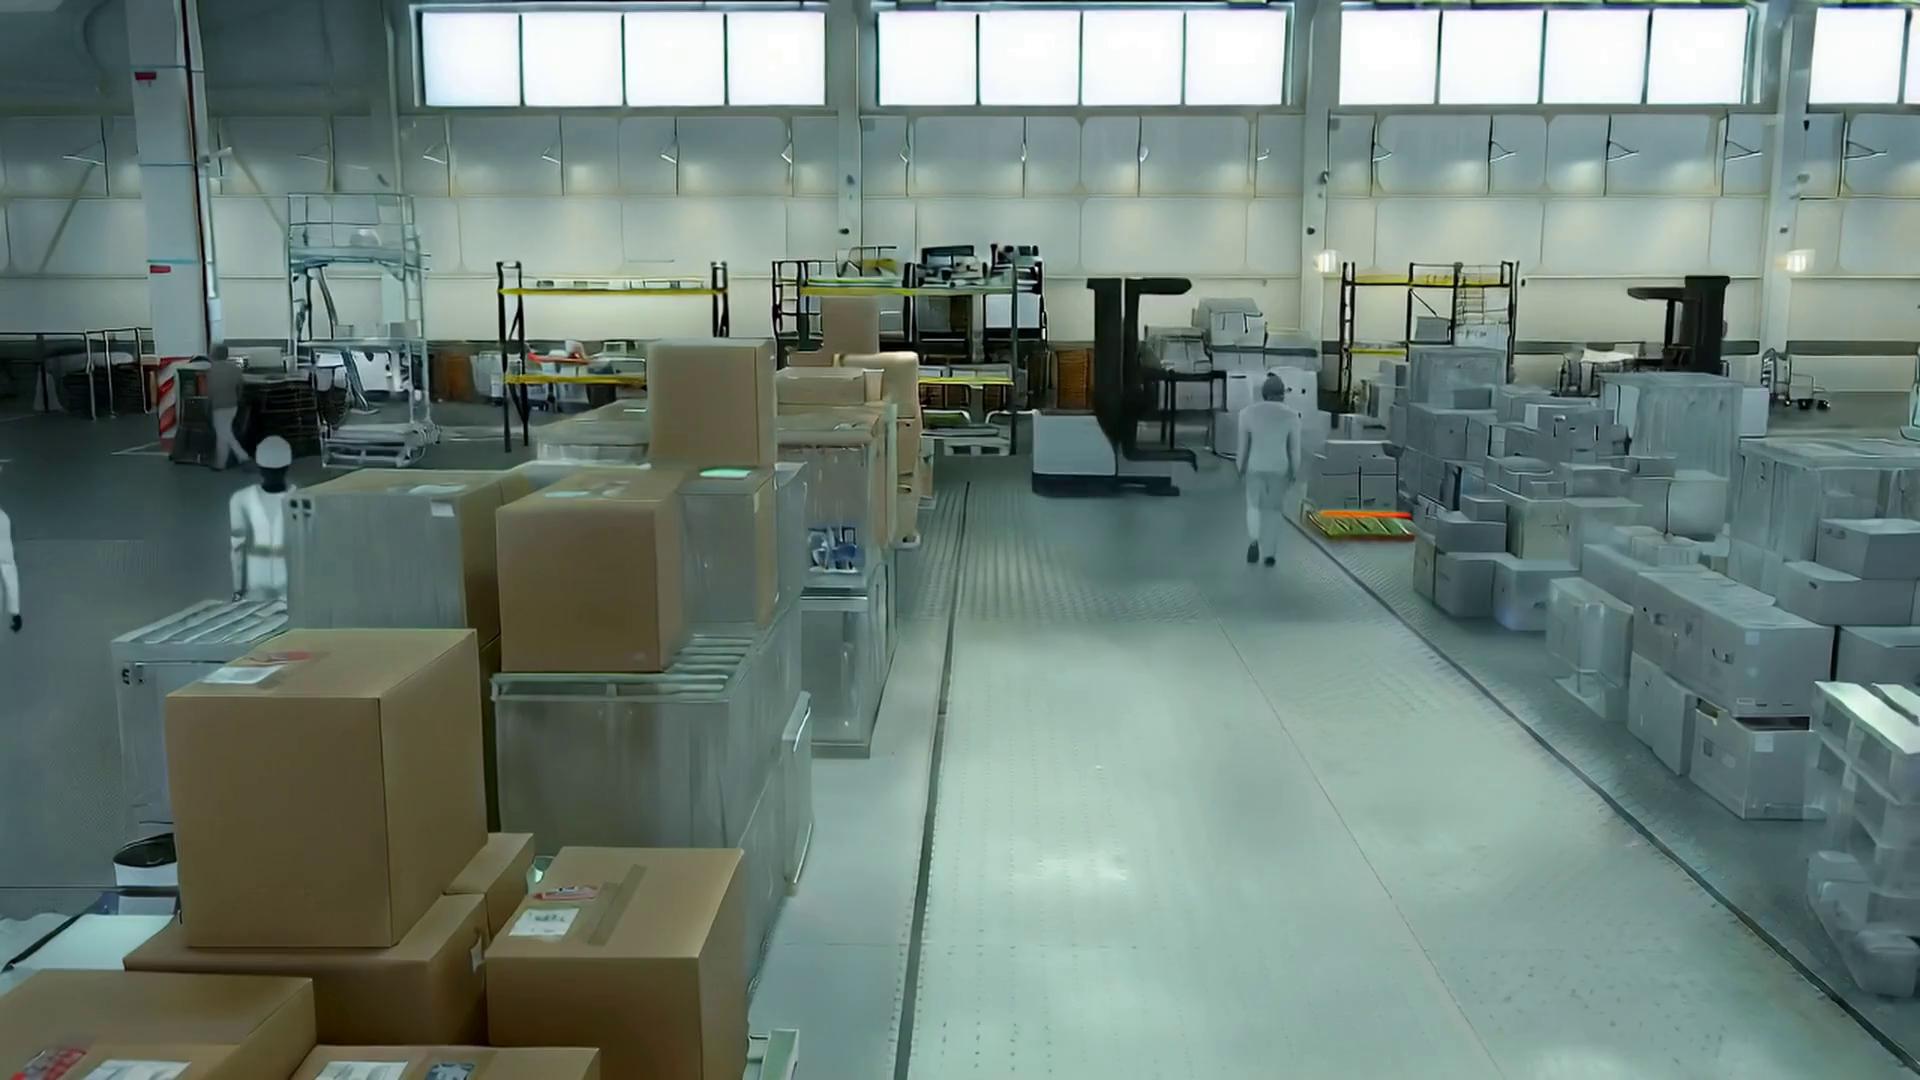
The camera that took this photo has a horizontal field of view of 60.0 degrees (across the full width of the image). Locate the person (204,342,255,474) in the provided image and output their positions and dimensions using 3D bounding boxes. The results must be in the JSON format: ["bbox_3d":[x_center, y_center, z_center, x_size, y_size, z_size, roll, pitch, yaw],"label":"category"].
[{"bbox_3d":[-10.455,-1.871,23.753,0.855,1.916,0.635,3,10,19],"label":"person"}]

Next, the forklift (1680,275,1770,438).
[{"bbox_3d":[11.769,-2.801,26.413,1.873,2.768,1.129,0,9,1],"label":"forklift"}]

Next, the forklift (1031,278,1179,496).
[{"bbox_3d":[1.884,-2.010,21.678,1.873,2.768,1.129,0,9,1],"label":"forklift"}]

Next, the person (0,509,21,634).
[{"bbox_3d":[-6.194,0.395,10.363,0.593,1.861,0.746,-5,10,-25],"label":"person"}]

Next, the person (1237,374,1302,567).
[{"bbox_3d":[3.082,-0.686,16.600,0.626,1.927,0.427,2,10,13],"label":"person"}]

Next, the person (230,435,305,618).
[{"bbox_3d":[-4.465,0.264,10.900,0.573,1.926,0.504,-3,10,-16],"label":"person"}]
